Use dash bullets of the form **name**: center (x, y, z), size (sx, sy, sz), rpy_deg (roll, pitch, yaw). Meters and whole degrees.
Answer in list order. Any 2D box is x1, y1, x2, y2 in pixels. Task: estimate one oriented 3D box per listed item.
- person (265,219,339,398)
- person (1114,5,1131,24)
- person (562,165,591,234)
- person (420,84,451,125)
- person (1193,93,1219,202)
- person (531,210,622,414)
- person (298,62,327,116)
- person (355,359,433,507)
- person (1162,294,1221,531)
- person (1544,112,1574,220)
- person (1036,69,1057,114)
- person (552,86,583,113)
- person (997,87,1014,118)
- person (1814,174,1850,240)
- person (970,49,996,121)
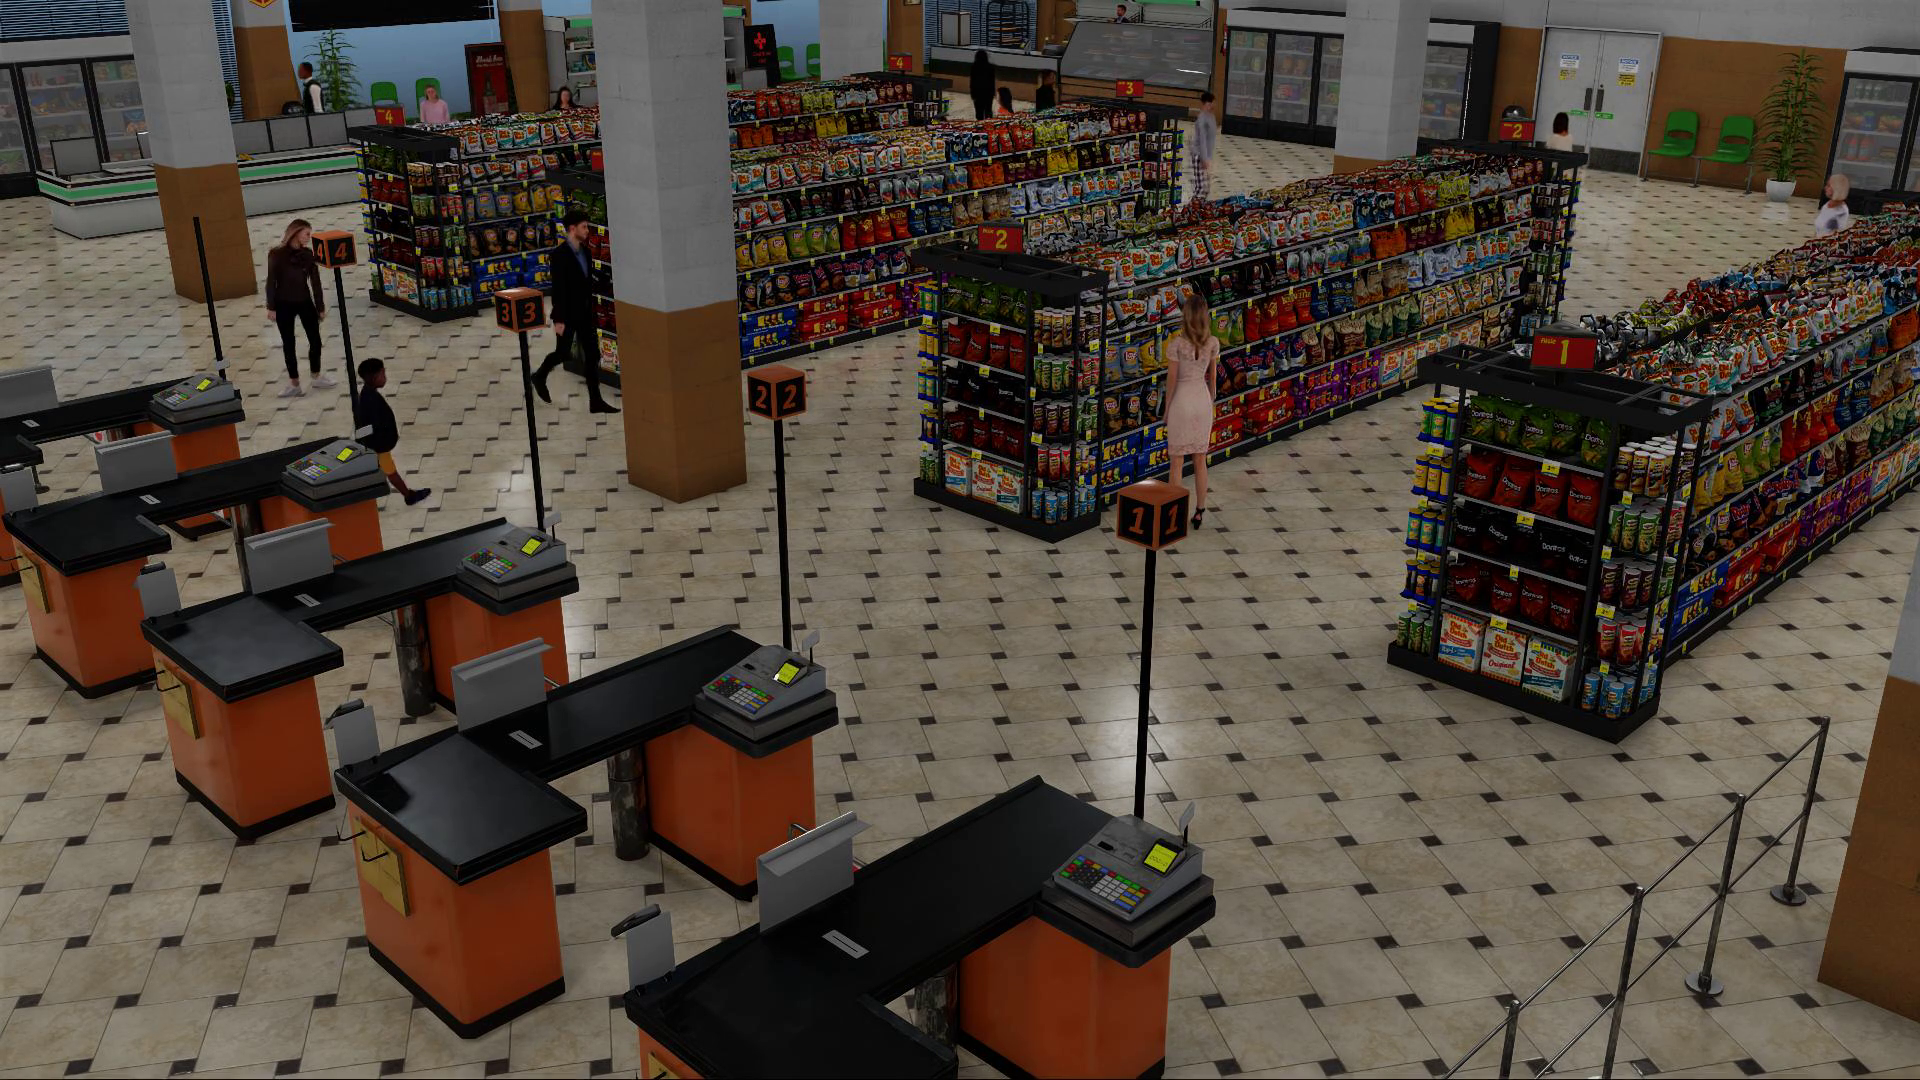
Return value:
- **person**: center (-6.380, -2.203, 15.817), size (0.547, 1.679, 0.834), rpy_deg (-8, 23, -19)
- **person**: center (3.726, -11.419, 38.502), size (0.581, 1.867, 0.626), rpy_deg (-20, 29, -40)
- **person**: center (-4.386, -3.367, 18.760), size (1.104, 1.645, 0.844), rpy_deg (-13, 25, -30)
- **person**: center (-8.133, -6.267, 25.959), size (1.036, 1.659, 1.016), rpy_deg (-4, 22, -10)
- **person**: center (3.485, -5.490, 23.829), size (0.975, 1.804, 0.758), rpy_deg (4, 22, 9)
- **person**: center (-3.613, -2.069, 15.261), size (1.034, 1.846, 1.243), rpy_deg (12, 25, 28)
- **person**: center (-10.182, -6.658, 26.660), size (1.421, 1.861, 1.146), rpy_deg (-6, 23, -15)
- **person**: center (-4.588, -0.756, 12.812), size (0.895, 1.234, 0.613), rpy_deg (-17, 28, -37)
- **person**: center (1.729, -0.948, 12.491), size (0.601, 1.830, 0.704), rpy_deg (-5, 22, -12)
- **person**: center (8.174, -4.971, 22.736), size (1.042, 1.657, 0.925), rpy_deg (-9, 24, -21)
- **person**: center (1.223, -6.311, 25.764), size (1.135, 1.886, 1.031), rpy_deg (-5, 22, -12)
- **person**: center (-5.860, -5.967, 25.141), size (1.120, 1.712, 1.162), rpy_deg (-1, 22, -3)
- **person**: center (0.747, -5.881, 24.896), size (0.861, 1.735, 0.810), rpy_deg (-3, 22, -8)
- **person**: center (9.287, -3.046, 17.822), size (0.690, 1.749, 0.645), rpy_deg (-2, 22, -5)
- **person**: center (0.447, -8.402, 31.359), size (1.041, 1.594, 1.107), rpy_deg (0, 22, 0)
